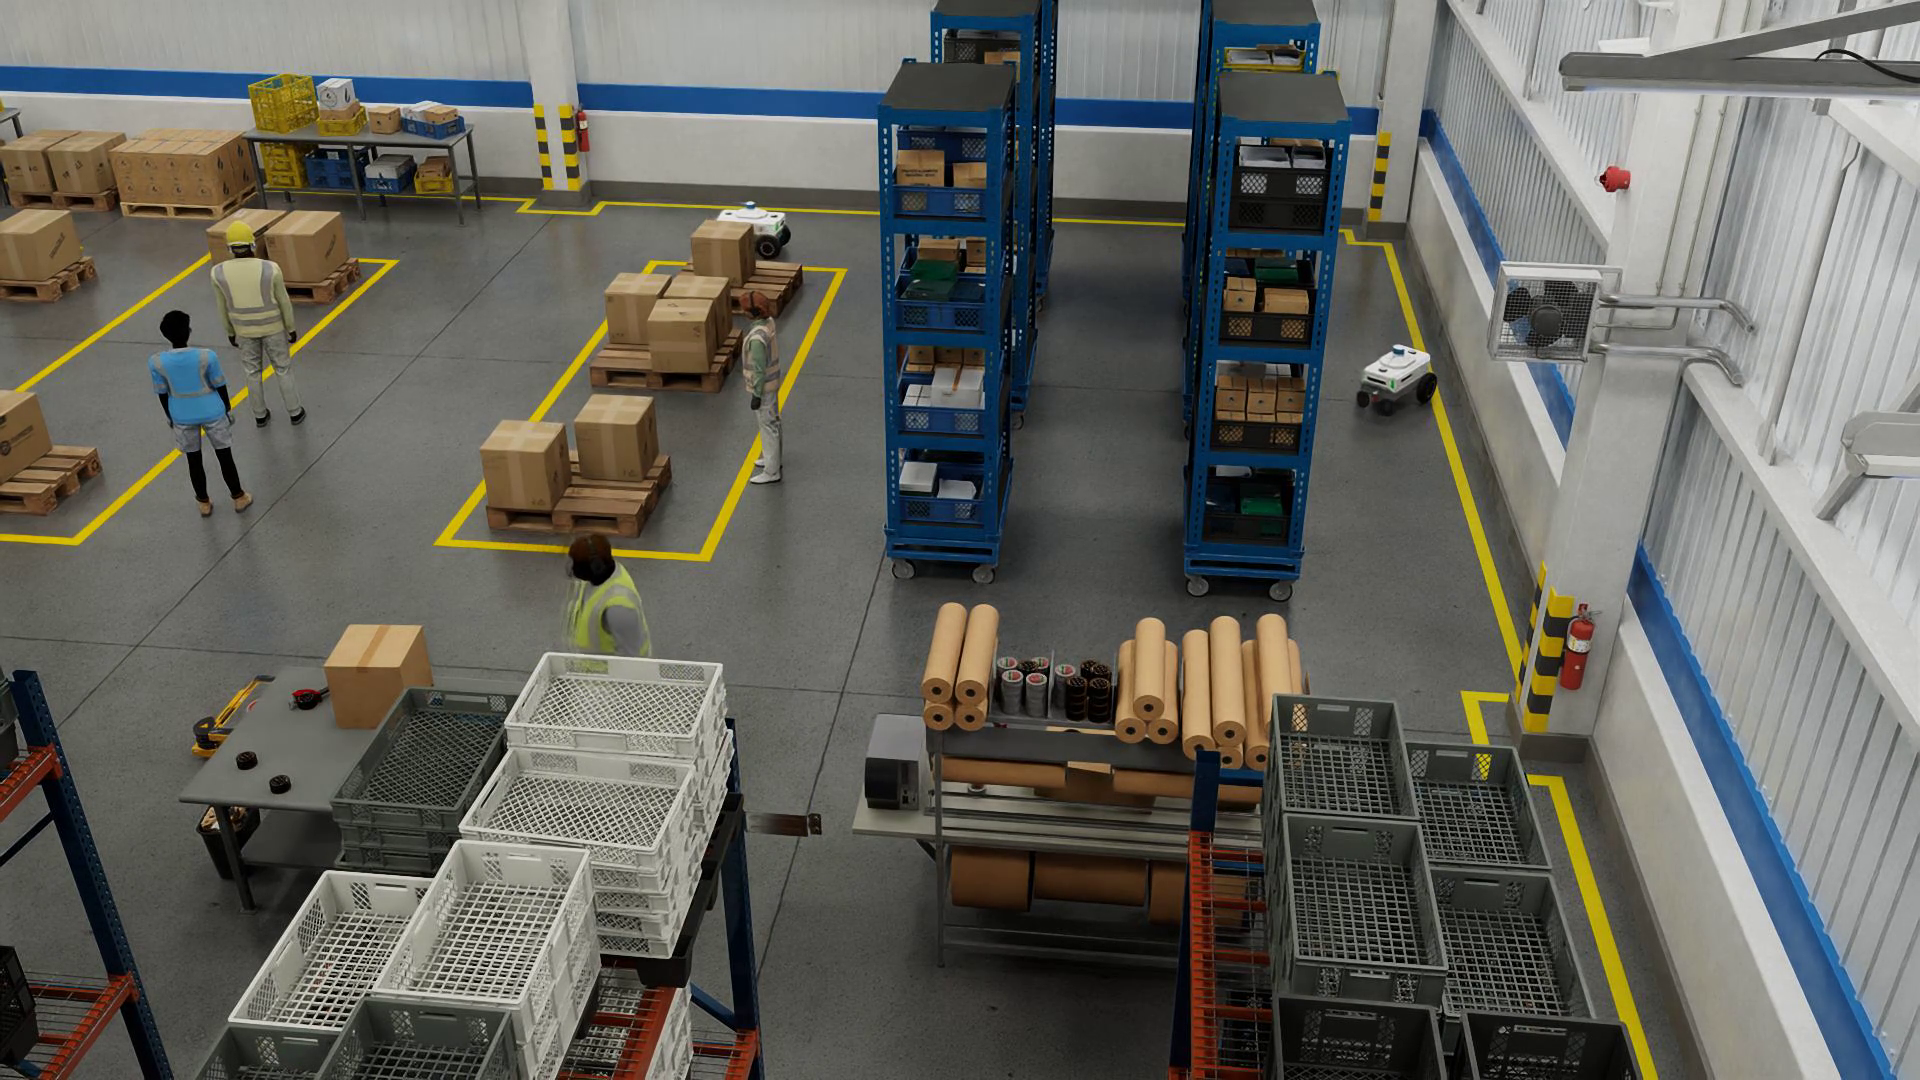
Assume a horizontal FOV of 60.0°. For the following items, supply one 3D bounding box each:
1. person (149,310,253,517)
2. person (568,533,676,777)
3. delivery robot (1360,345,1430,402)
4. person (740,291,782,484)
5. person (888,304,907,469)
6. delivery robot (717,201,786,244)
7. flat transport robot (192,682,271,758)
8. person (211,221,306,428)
[{"bbox_3d":[-5.906,-0.970,12.908,0.531,1.692,0.320,-6,31,-11],"label":"person"},{"bbox_3d":[-2.141,0.761,9.855,0.808,1.791,0.667,-11,32,-19],"label":"person"},{"bbox_3d":[3.892,-1.502,14.857,0.477,0.478,0.707,24,38,35],"label":"delivery robot"},{"bbox_3d":[-1.590,-1.245,13.433,0.308,1.639,0.511,1,30,2],"label":"person"},{"bbox_3d":[-0.310,-1.373,13.324,0.623,1.982,0.416,-15,34,-24],"label":"person"},{"bbox_3d":[-2.285,-3.463,18.225,0.707,0.478,0.477,5,31,8],"label":"delivery robot"},{"bbox_3d":[-4.089,1.163,10.648,1.431,0.197,0.652,3,30,6],"label":"flat transport robot"},{"bbox_3d":[-6.012,-1.843,14.280,0.596,1.823,0.403,-4,31,-8],"label":"person"}]
